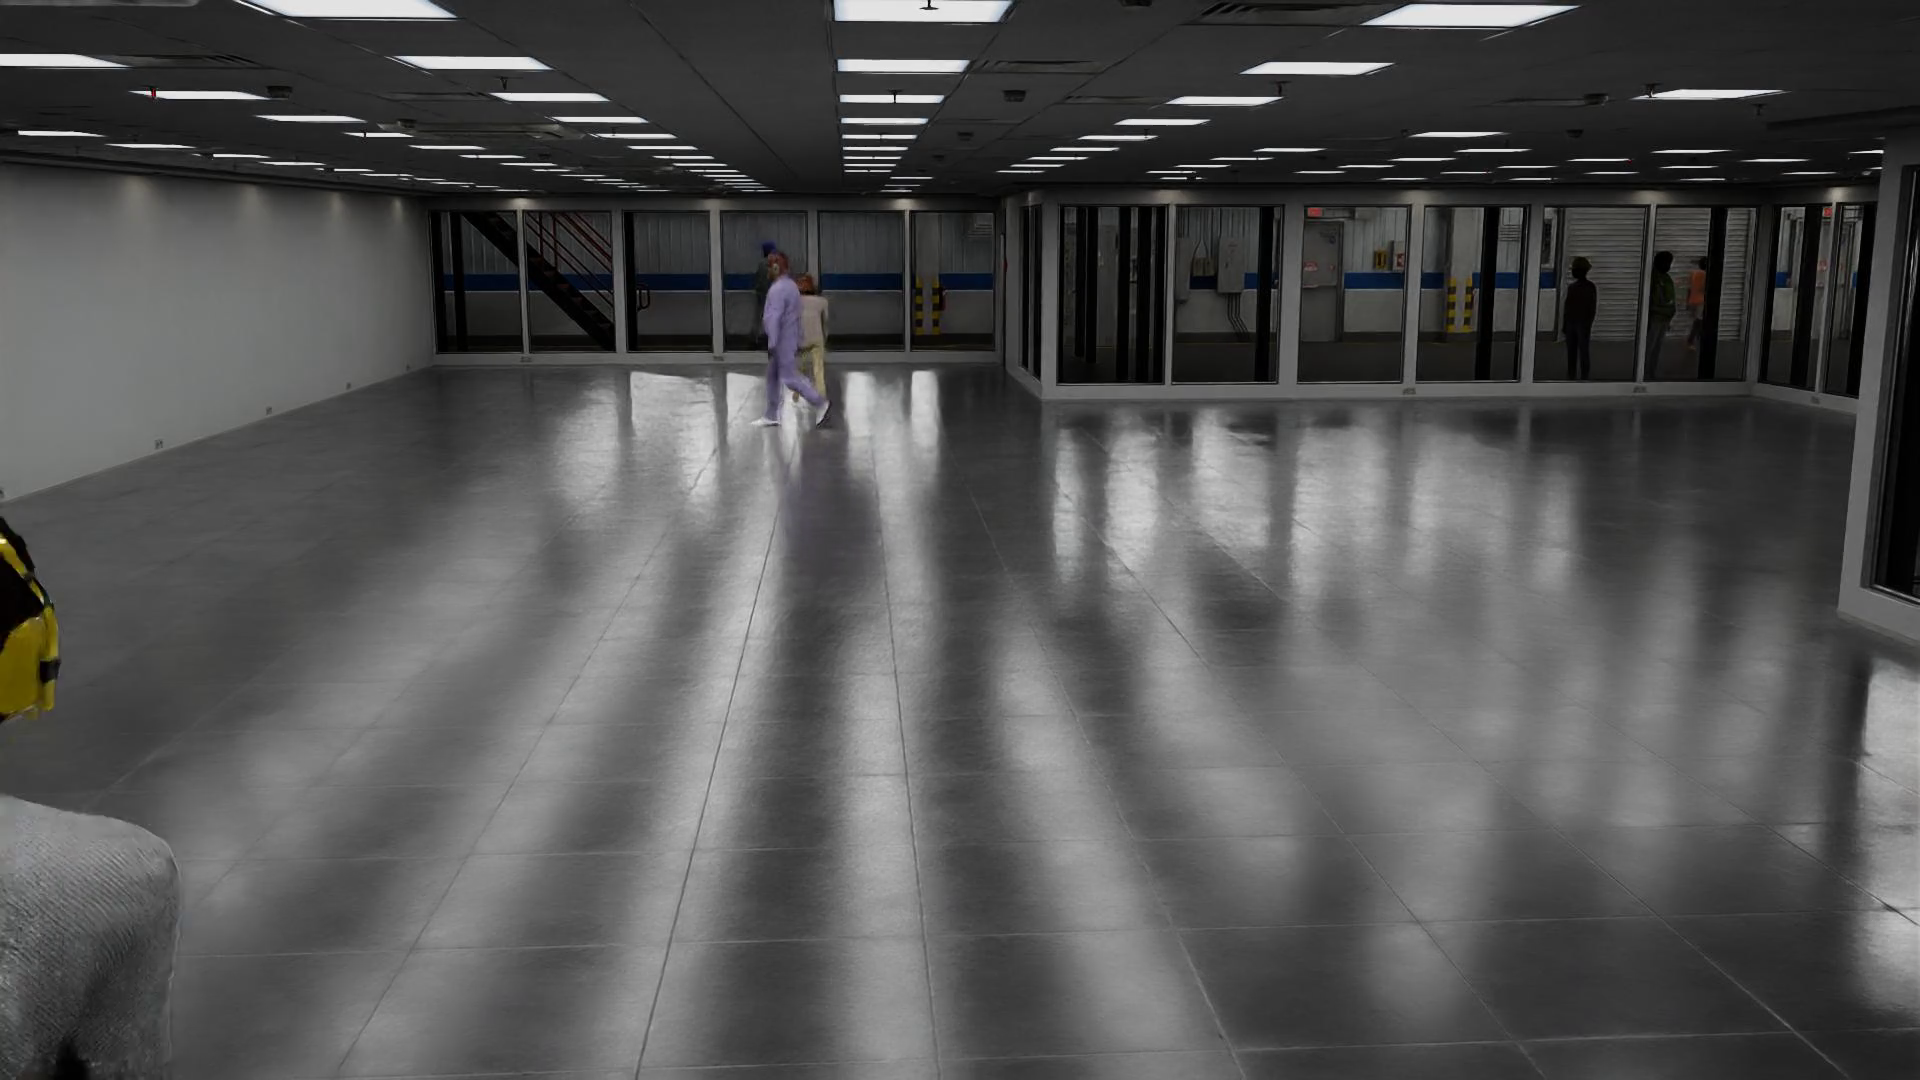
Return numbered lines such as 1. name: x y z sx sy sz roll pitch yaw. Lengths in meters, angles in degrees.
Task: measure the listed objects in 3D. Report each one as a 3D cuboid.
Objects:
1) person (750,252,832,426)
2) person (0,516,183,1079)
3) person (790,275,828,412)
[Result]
1. person: -1.818 -2.134 17.783 0.853 1.877 0.653 1 11 4
2. person: -1.042 0.871 1.687 0.524 1.847 0.806 -3 11 -17
3. person: -1.761 -2.293 19.413 0.505 1.590 0.849 -4 11 -19
